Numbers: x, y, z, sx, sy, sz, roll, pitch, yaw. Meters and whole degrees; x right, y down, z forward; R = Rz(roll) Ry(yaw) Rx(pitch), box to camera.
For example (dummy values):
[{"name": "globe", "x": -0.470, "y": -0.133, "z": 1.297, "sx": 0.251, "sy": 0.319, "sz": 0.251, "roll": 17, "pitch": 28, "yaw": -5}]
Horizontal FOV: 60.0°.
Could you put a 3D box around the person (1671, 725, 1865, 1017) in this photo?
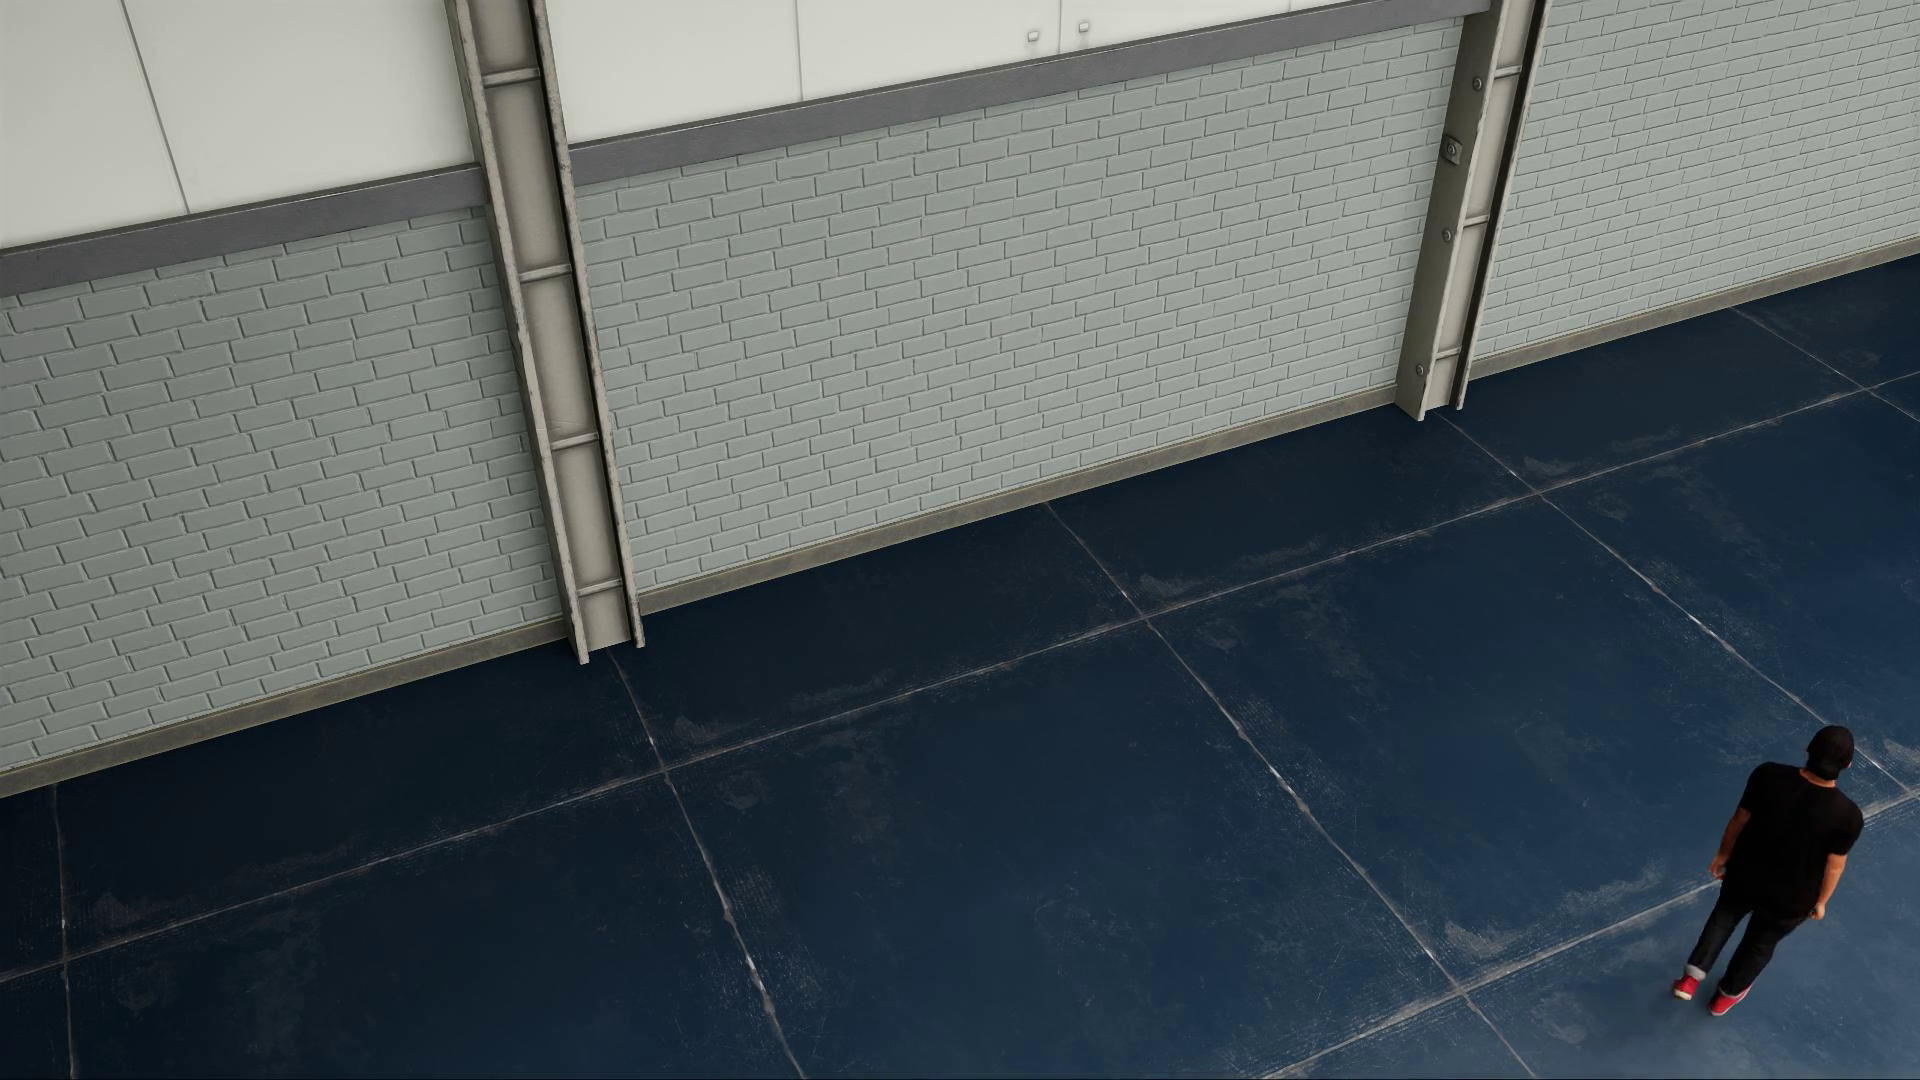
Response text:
[{"name": "person", "x": 3.508, "y": 1.521, "z": 7.260, "sx": 0.815, "sy": 1.748, "sz": 0.740, "roll": -29, "pitch": 47, "yaw": -32}]
